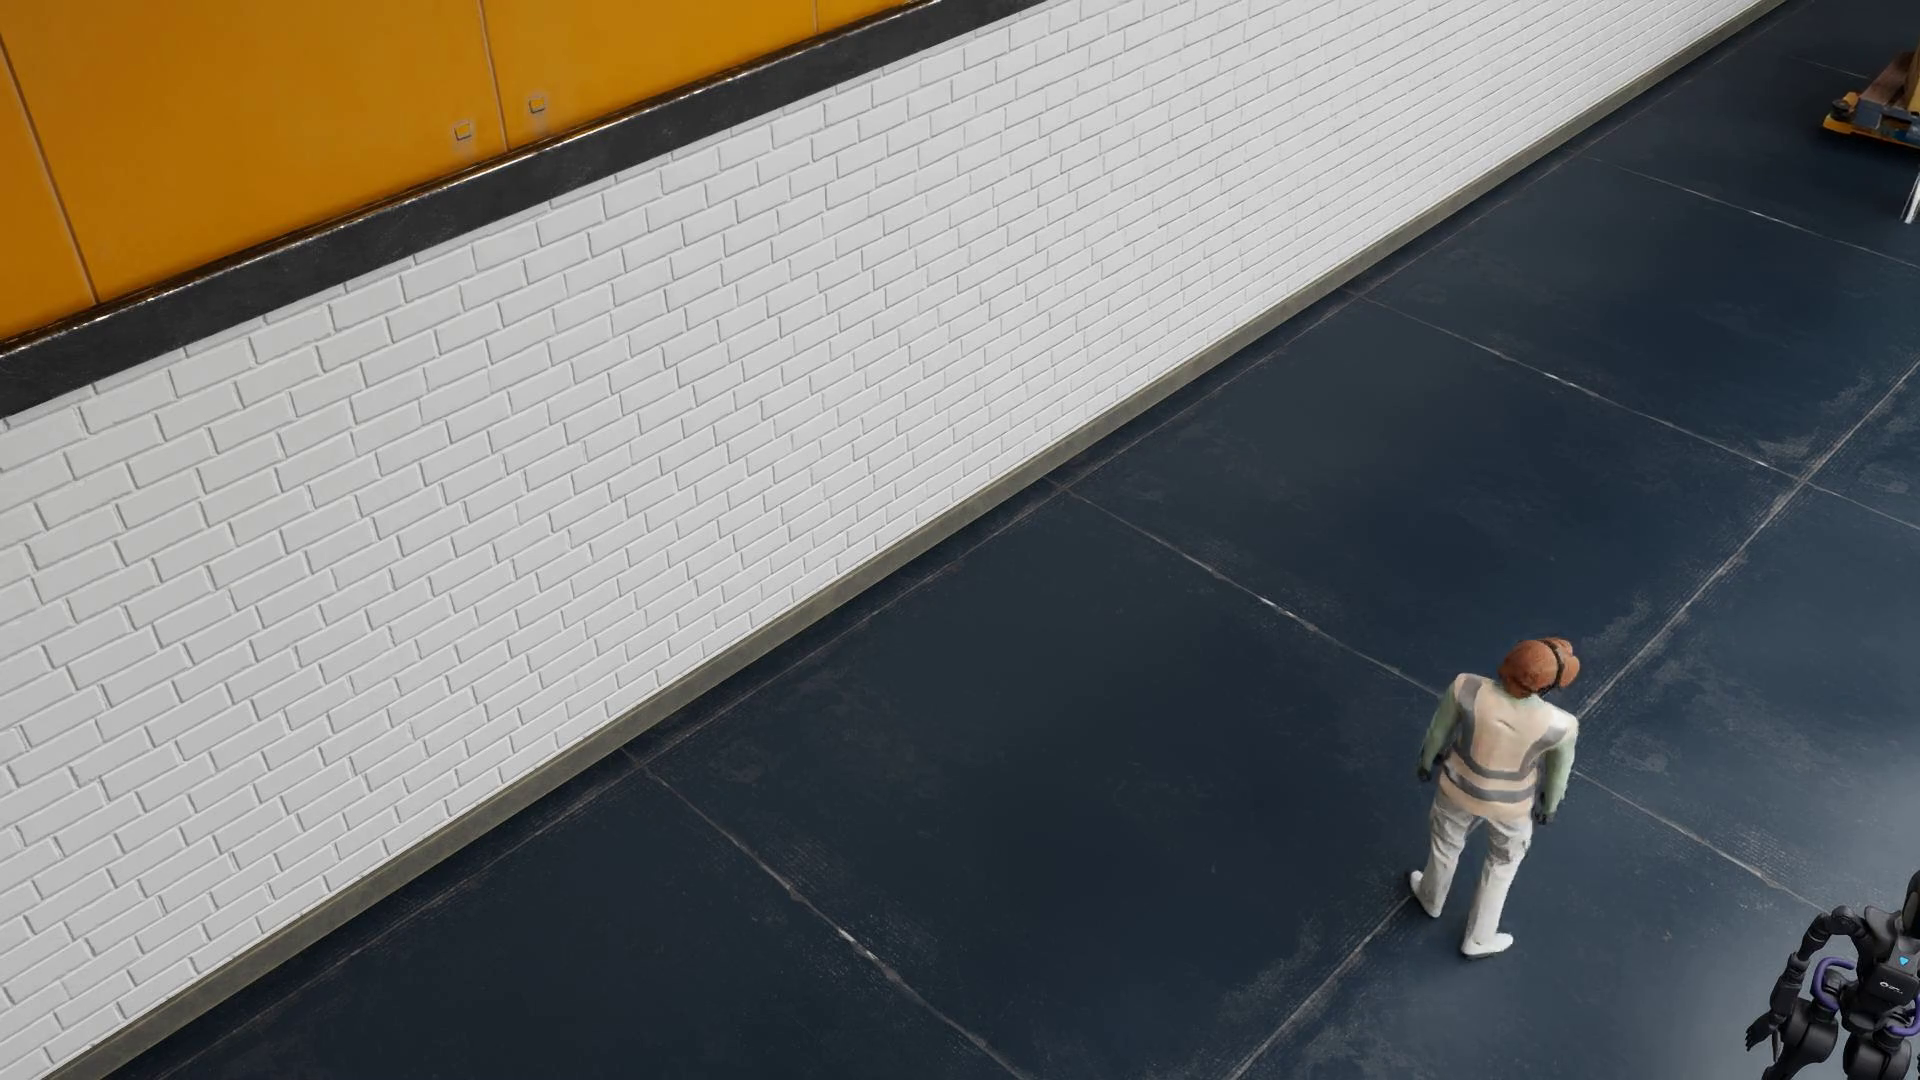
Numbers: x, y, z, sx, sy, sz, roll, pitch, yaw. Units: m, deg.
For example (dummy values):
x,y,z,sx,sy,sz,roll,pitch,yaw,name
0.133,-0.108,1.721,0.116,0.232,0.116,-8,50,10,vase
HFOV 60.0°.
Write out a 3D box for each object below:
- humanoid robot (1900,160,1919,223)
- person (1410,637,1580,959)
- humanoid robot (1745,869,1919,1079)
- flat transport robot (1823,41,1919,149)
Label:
x,y,z,sx,sy,sz,roll,pitch,yaw,name
6.967,-2.951,11.495,0.545,1.875,0.666,7,39,8,humanoid robot
2.080,1.007,6.574,0.566,1.620,0.403,16,41,19,person
3.049,1.687,5.670,0.599,1.659,0.315,19,43,23,humanoid robot
7.565,-3.202,12.922,1.431,0.231,0.659,27,46,29,flat transport robot
